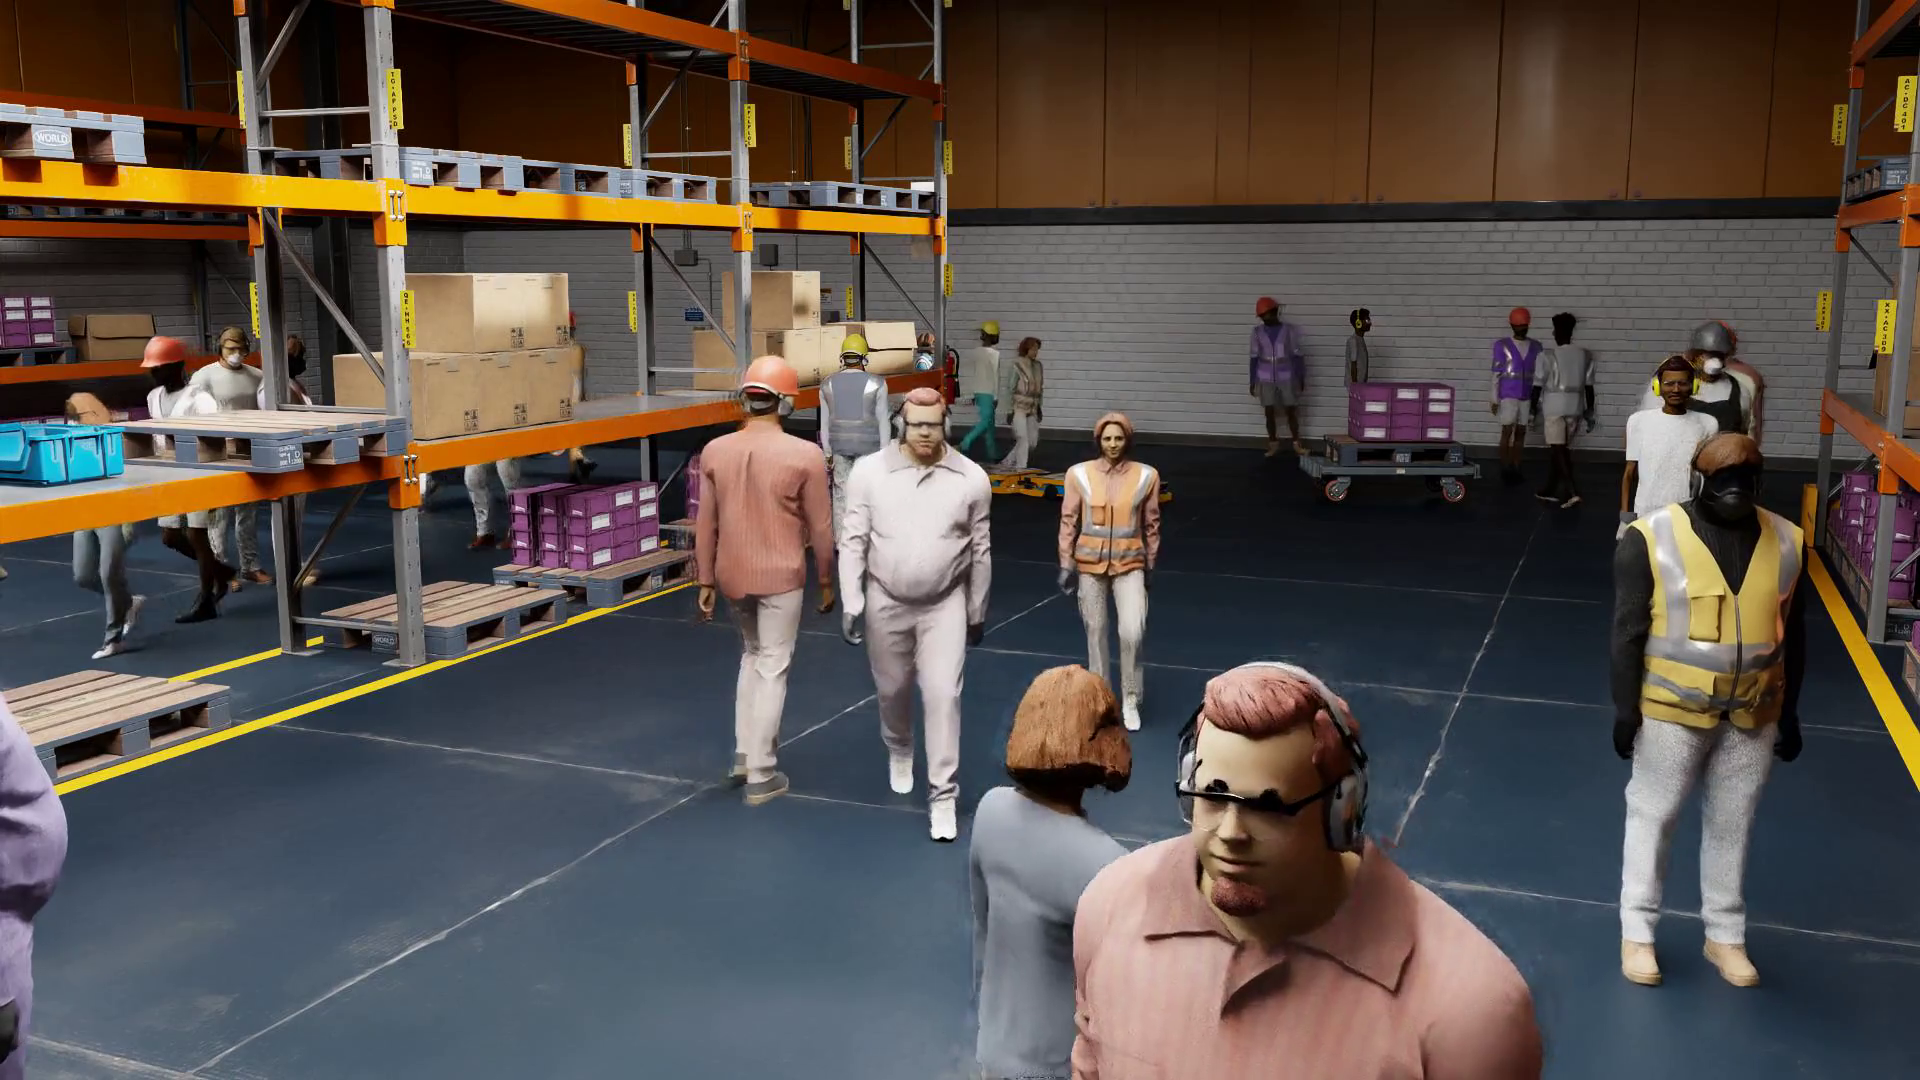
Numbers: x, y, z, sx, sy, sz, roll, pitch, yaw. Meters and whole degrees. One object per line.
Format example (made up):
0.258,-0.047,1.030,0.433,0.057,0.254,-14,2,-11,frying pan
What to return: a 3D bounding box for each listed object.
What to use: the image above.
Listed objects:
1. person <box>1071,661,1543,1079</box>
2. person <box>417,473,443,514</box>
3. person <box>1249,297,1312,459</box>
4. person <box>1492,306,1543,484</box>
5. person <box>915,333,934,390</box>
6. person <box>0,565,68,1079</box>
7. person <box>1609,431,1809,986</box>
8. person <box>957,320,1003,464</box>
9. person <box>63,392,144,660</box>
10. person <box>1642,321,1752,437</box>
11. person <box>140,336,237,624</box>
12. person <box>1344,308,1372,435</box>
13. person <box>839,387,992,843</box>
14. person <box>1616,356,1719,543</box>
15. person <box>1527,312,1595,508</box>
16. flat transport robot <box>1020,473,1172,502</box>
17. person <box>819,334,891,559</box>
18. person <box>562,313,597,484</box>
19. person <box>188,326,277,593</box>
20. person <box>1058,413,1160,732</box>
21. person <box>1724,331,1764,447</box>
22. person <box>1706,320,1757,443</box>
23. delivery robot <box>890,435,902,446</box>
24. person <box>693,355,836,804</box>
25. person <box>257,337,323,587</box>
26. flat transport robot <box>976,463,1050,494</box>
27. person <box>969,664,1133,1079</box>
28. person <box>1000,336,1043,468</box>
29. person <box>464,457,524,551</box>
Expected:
0.387,1.080,2.147,0.644,1.892,0.448,5,11,29,person
-5.210,-1.163,15.796,0.429,1.871,0.589,-8,12,-39,person
3.916,-1.968,20.332,0.777,1.987,0.492,3,10,17,person
6.077,-1.574,18.104,0.558,1.938,0.373,-1,9,-8,person
-0.376,-1.439,18.173,0.311,1.638,0.521,1,9,4,person
-2.090,0.849,3.507,0.403,1.906,0.651,-8,12,-38,person
2.455,0.557,5.473,0.633,1.841,0.429,0,9,2,person
0.248,-1.728,19.643,0.779,1.739,0.523,-6,11,-32,person
-5.201,-0.103,10.154,0.503,1.615,0.502,2,10,12,person
4.823,-0.445,10.939,0.693,2.000,0.747,1,9,7,person
-5.122,-0.406,11.082,0.569,1.915,0.602,4,10,21,person
4.647,-1.757,19.391,0.328,1.877,0.513,3,10,18,person
-0.187,0.267,7.166,0.648,1.863,0.936,0,9,0,person
3.975,-0.094,9.357,0.518,1.862,0.328,2,10,14,person
5.958,-1.282,16.398,0.627,1.924,0.998,-2,10,-10,person
1.359,-0.522,16.756,1.431,0.197,0.652,8,13,41,flat transport robot
-0.832,-0.737,13.371,0.588,1.827,0.403,3,10,17,person
-4.092,-1.461,17.465,0.494,1.920,0.539,-8,13,-42,person
-5.299,-0.595,12.181,0.379,1.933,0.629,5,11,29,person
0.757,0.169,8.479,0.519,1.622,0.556,1,9,6,person
6.134,-0.779,13.513,0.677,1.852,0.990,2,10,12,person
5.321,-0.571,11.876,0.643,1.980,0.430,5,10,26,person
-0.609,-0.980,18.388,0.707,0.478,0.477,3,10,15,delivery robot
-0.842,0.165,7.445,0.598,1.966,0.626,4,10,24,person
-4.965,-0.580,12.367,0.429,1.839,0.634,-2,10,-11,person
0.257,-0.673,17.672,0.652,0.197,1.431,-9,13,-43,flat transport robot
0.131,1.048,3.224,0.637,1.617,0.568,-6,11,-31,person
0.646,-1.386,17.909,0.497,1.617,0.531,8,12,39,person
-3.859,-0.839,13.697,0.653,1.912,0.680,5,11,27,person
